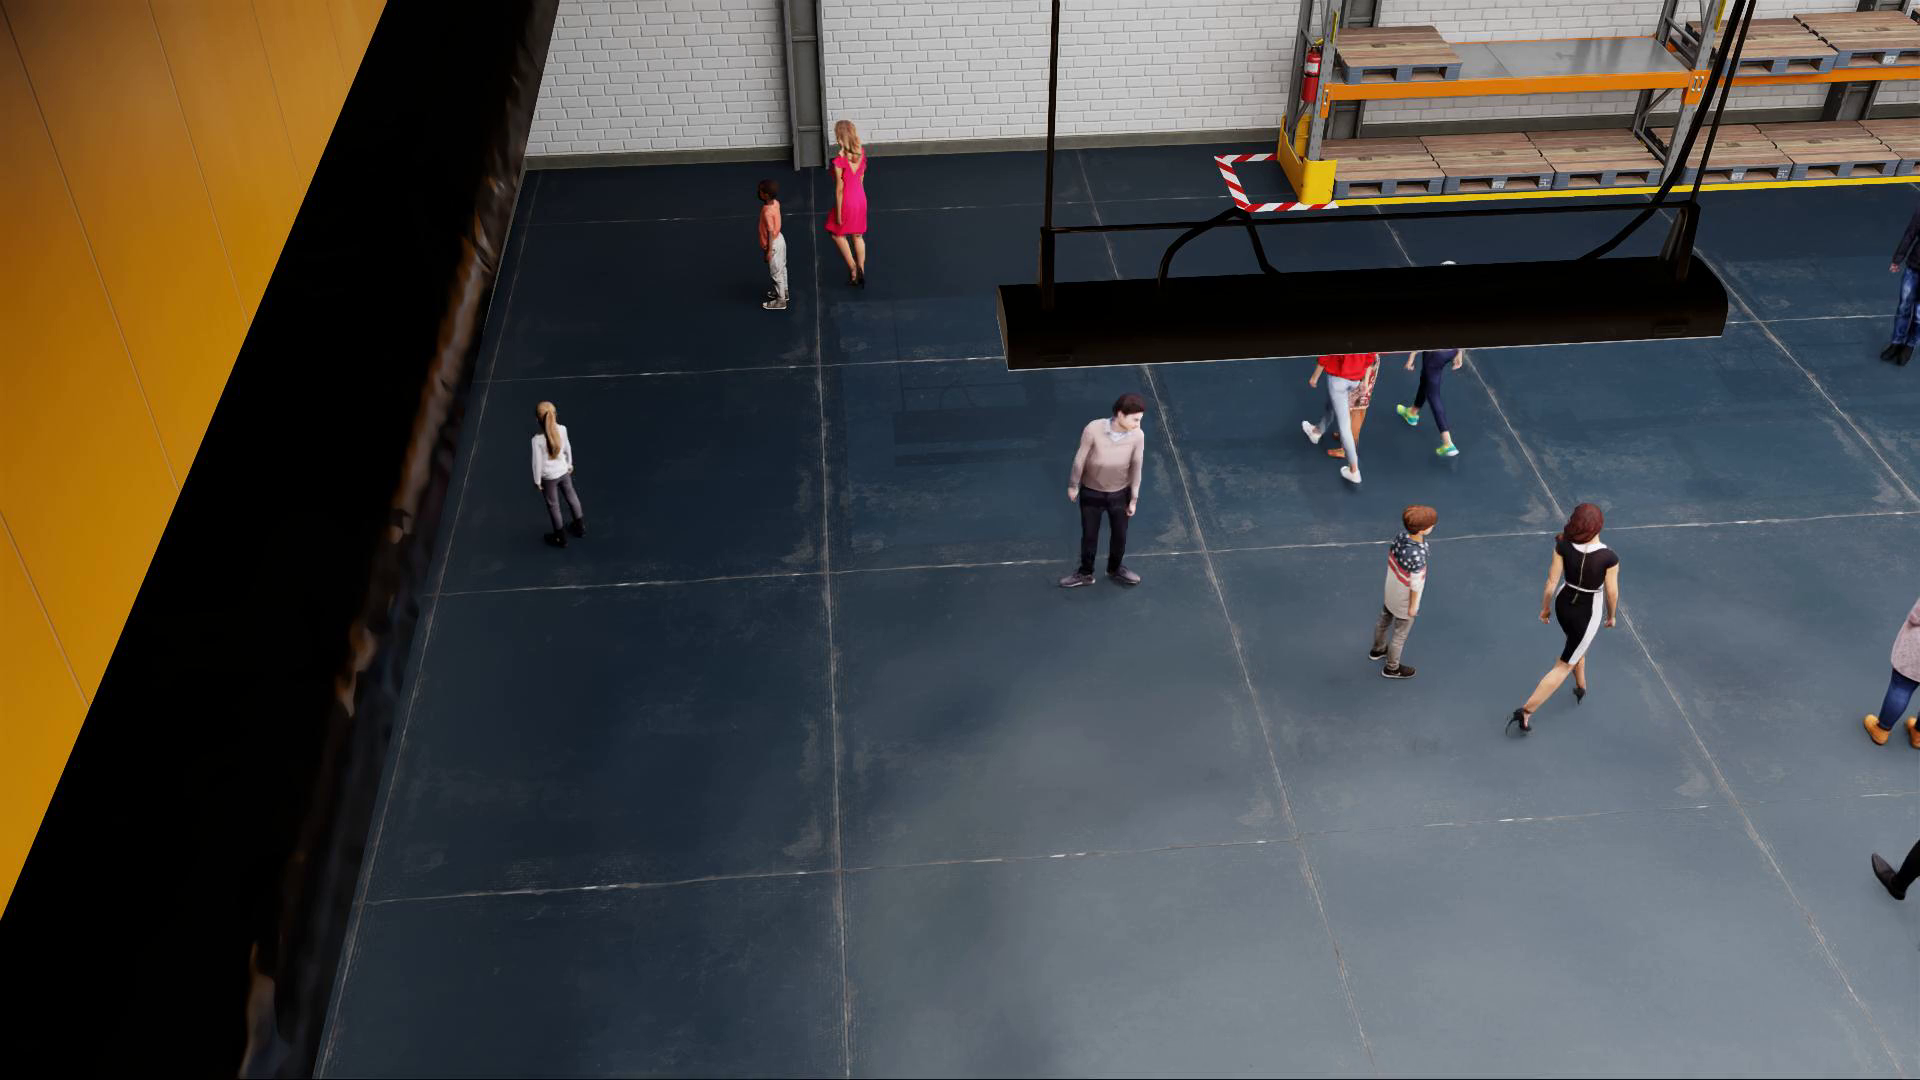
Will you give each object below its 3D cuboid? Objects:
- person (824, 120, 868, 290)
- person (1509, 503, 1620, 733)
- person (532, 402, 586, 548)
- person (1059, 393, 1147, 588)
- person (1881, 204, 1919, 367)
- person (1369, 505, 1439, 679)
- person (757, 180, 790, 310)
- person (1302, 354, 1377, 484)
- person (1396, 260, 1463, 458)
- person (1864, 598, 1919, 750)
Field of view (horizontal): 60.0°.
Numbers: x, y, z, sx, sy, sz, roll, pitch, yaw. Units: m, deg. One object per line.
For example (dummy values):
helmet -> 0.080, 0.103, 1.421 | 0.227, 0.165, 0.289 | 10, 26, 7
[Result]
person -> -0.983, -3.167, 15.911 | 0.778, 1.716, 0.717 | 27, 46, 30
person -> 4.097, 0.587, 11.195 | 1.146, 1.735, 1.018 | -25, 45, -28
person -> -3.156, -0.514, 12.943 | 0.645, 1.275, 0.579 | 26, 45, 29
person -> 1.026, -0.369, 12.356 | 0.532, 1.782, 0.858 | 12, 40, 15
person -> 8.727, -2.467, 14.906 | 0.844, 1.877, 0.819 | -29, 47, -31
person -> 3.131, 0.341, 11.741 | 0.510, 1.438, 0.547 | -8, 39, -10
person -> -1.768, -2.818, 15.800 | 0.521, 1.310, 0.534 | 5, 39, 6
person -> 3.158, -1.241, 13.544 | 1.160, 1.661, 0.944 | -15, 41, -18
person -> 4.016, -1.469, 13.829 | 1.159, 1.662, 0.888 | -13, 40, -16
person -> 6.527, 0.688, 11.062 | 0.648, 1.744, 0.800 | 6, 39, 7
